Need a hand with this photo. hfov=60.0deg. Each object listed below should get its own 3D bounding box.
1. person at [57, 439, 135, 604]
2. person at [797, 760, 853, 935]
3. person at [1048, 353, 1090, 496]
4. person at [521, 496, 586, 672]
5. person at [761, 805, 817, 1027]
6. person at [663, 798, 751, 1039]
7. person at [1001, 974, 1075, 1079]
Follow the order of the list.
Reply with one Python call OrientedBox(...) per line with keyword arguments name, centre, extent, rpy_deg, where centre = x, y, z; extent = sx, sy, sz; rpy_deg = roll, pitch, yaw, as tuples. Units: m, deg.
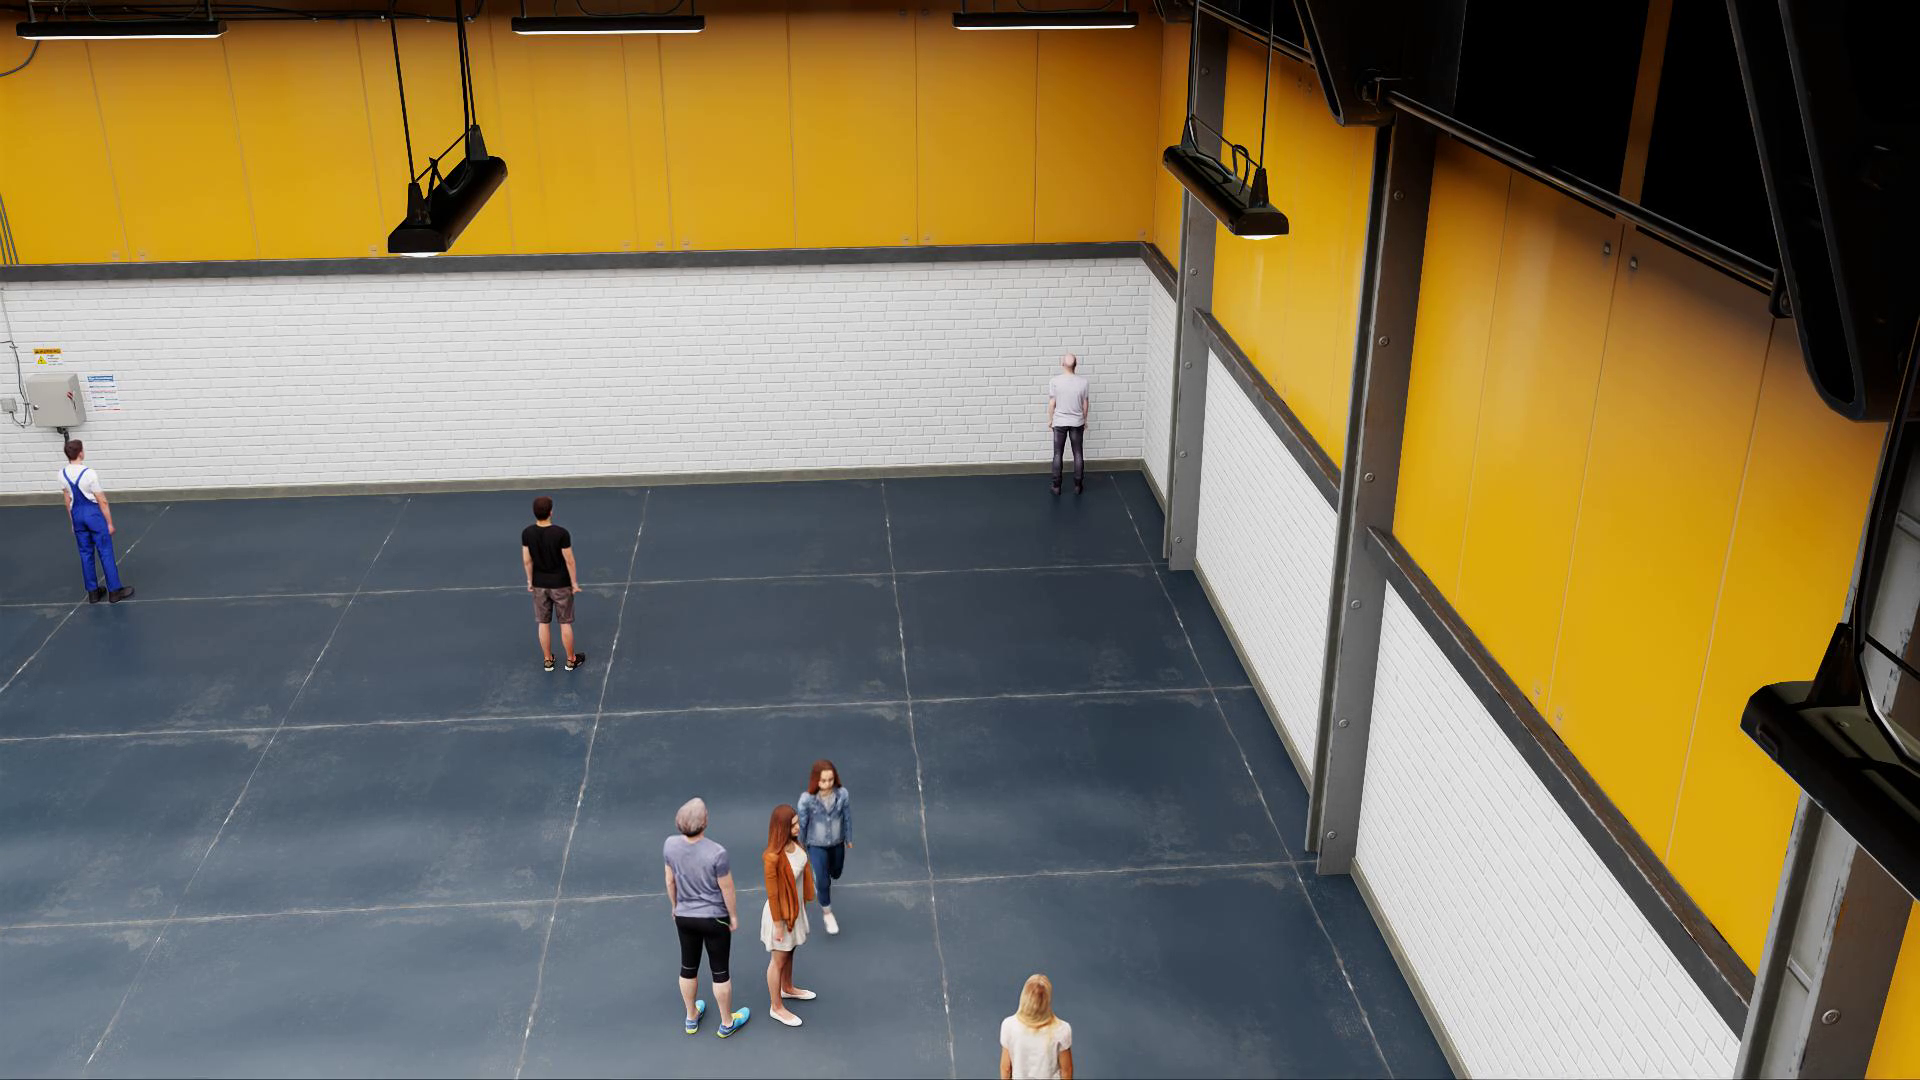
OrientedBox(name="person", centre=(-9.450, -0.206, 18.041), extent=(0.667, 1.849, 0.628), rpy_deg=(2, 24, 5))
OrientedBox(name="person", centre=(-1.056, 2.292, 12.813), extent=(0.733, 1.459, 0.908), rpy_deg=(-7, 25, -16))
OrientedBox(name="person", centre=(1.357, -1.467, 20.946), extent=(0.664, 1.831, 0.565), rpy_deg=(-1, 24, -3))
OrientedBox(name="person", centre=(-4.081, 0.431, 16.567), extent=(0.714, 1.862, 0.637), rpy_deg=(2, 24, 4))
OrientedBox(name="person", centre=(-1.243, 2.610, 11.758), extent=(0.760, 1.722, 0.623), rpy_deg=(6, 24, 14))
OrientedBox(name="person", centre=(-1.785, 2.616, 11.536), extent=(0.739, 1.888, 0.714), rpy_deg=(7, 25, 15))
OrientedBox(name="person", centre=(0.455, 3.352, 9.952), extent=(0.626, 1.809, 0.558), rpy_deg=(2, 24, 5))
